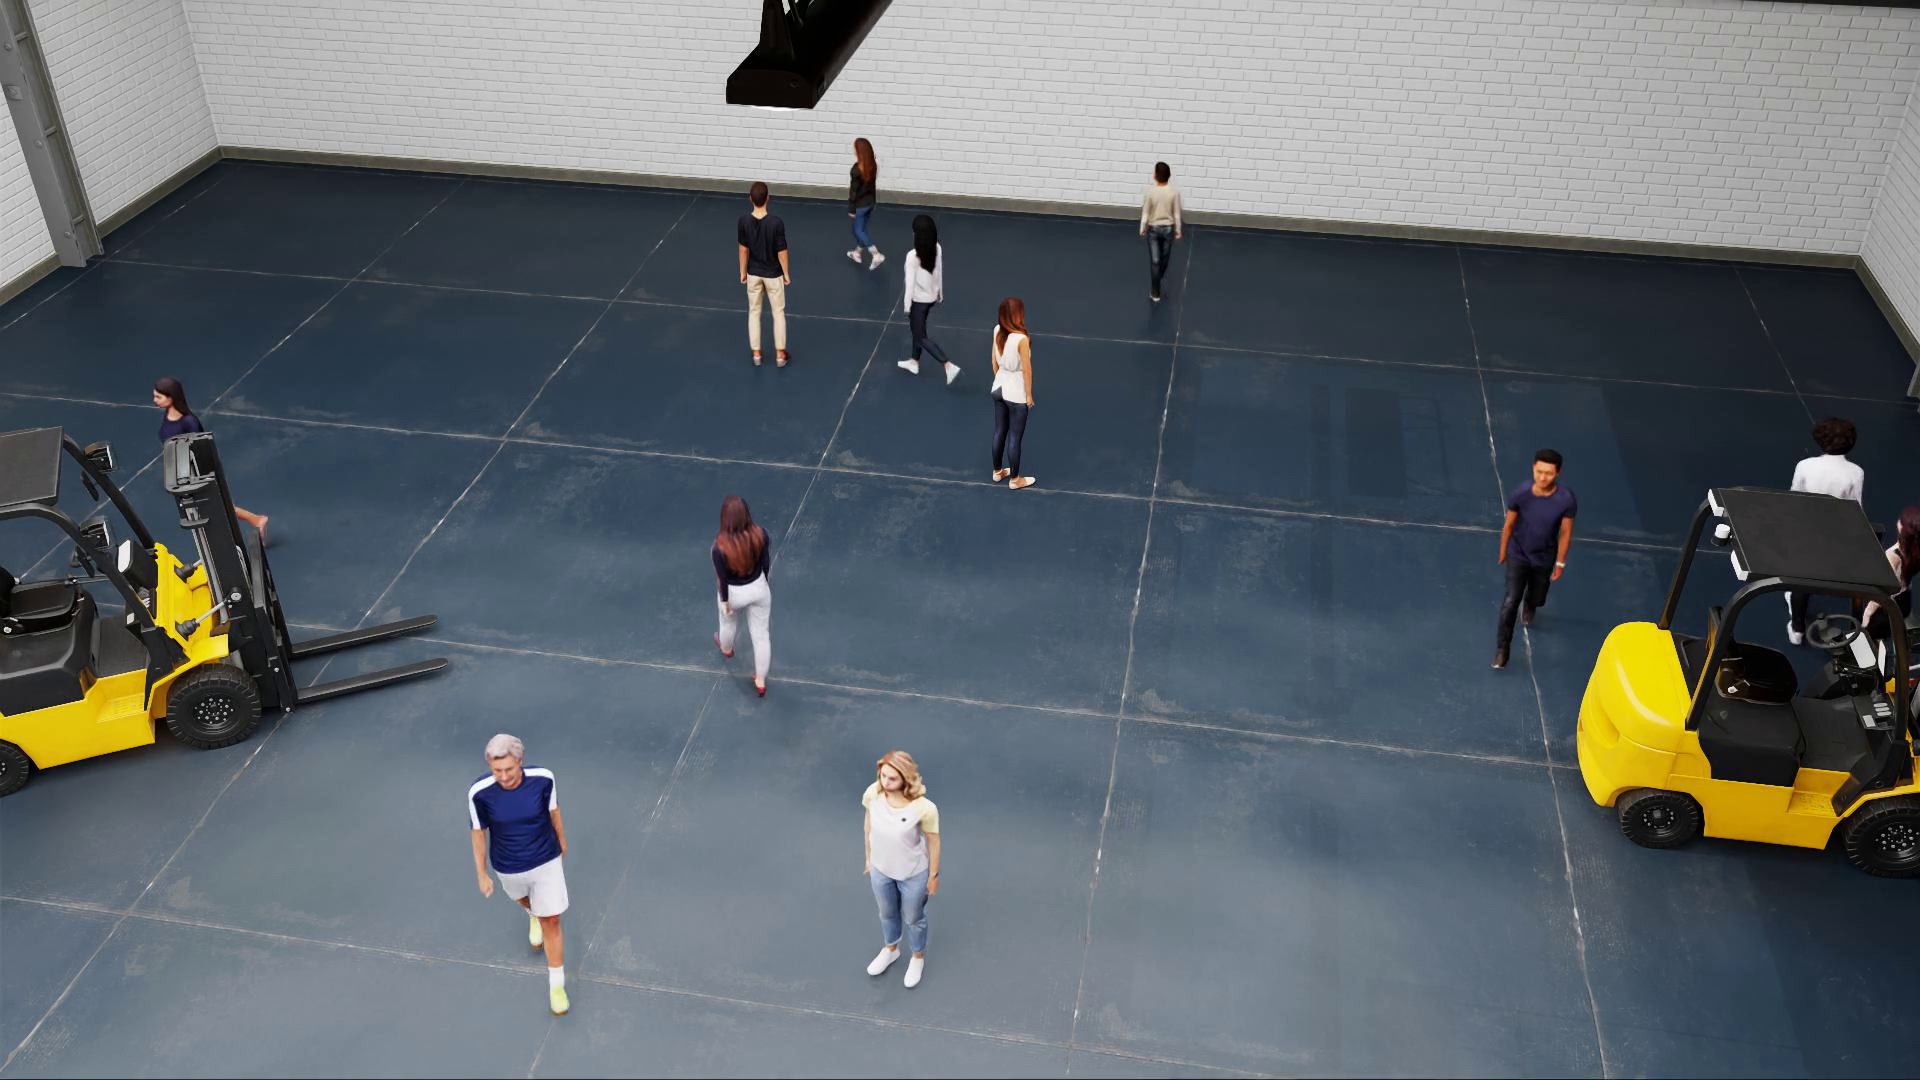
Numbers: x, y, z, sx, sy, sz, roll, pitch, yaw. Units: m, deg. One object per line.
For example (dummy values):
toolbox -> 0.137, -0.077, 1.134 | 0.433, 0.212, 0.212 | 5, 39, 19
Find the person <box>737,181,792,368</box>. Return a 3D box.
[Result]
person -> -1.894, -2.576, 16.153 | 0.643, 1.851, 0.562 | 4, 34, 5

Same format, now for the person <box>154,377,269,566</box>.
person -> -5.956, -0.521, 13.158 | 0.941, 1.744, 1.095 | 29, 43, 36

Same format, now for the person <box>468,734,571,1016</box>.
person -> -2.528, 1.790, 9.644 | 0.993, 1.786, 1.270 | -8, 34, -12

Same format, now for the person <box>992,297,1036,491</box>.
person -> 0.427, -1.258, 14.229 | 0.709, 1.785, 0.671 | -26, 42, -34

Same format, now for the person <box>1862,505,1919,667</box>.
person -> 6.523, 0.508, 11.709 | 0.704, 1.633, 0.759 | -24, 40, -31

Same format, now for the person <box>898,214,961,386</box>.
person -> -0.297, -2.257, 15.828 | 0.976, 1.679, 1.074 | 22, 39, 29

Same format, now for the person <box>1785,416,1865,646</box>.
person -> 6.420, -0.029, 12.393 | 0.696, 1.770, 0.877 | 14, 36, 20

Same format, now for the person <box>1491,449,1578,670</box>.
person -> 4.225, 0.081, 12.229 | 0.772, 1.769, 1.086 | 12, 36, 18

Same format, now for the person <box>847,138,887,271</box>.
person -> -1.023, -3.654, 18.120 | 0.841, 1.468, 0.884 | 21, 39, 28

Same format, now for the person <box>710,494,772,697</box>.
person -> -1.513, 0.421, 11.892 | 0.928, 1.577, 1.062 | -13, 36, -19

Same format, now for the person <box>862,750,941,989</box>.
person -> -0.339, 1.875, 9.572 | 0.676, 1.723, 0.615 | 13, 36, 19

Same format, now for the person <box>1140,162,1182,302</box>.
person -> 2.111, -3.208, 17.489 | 0.745, 1.424, 1.060 | -3, 34, -4
